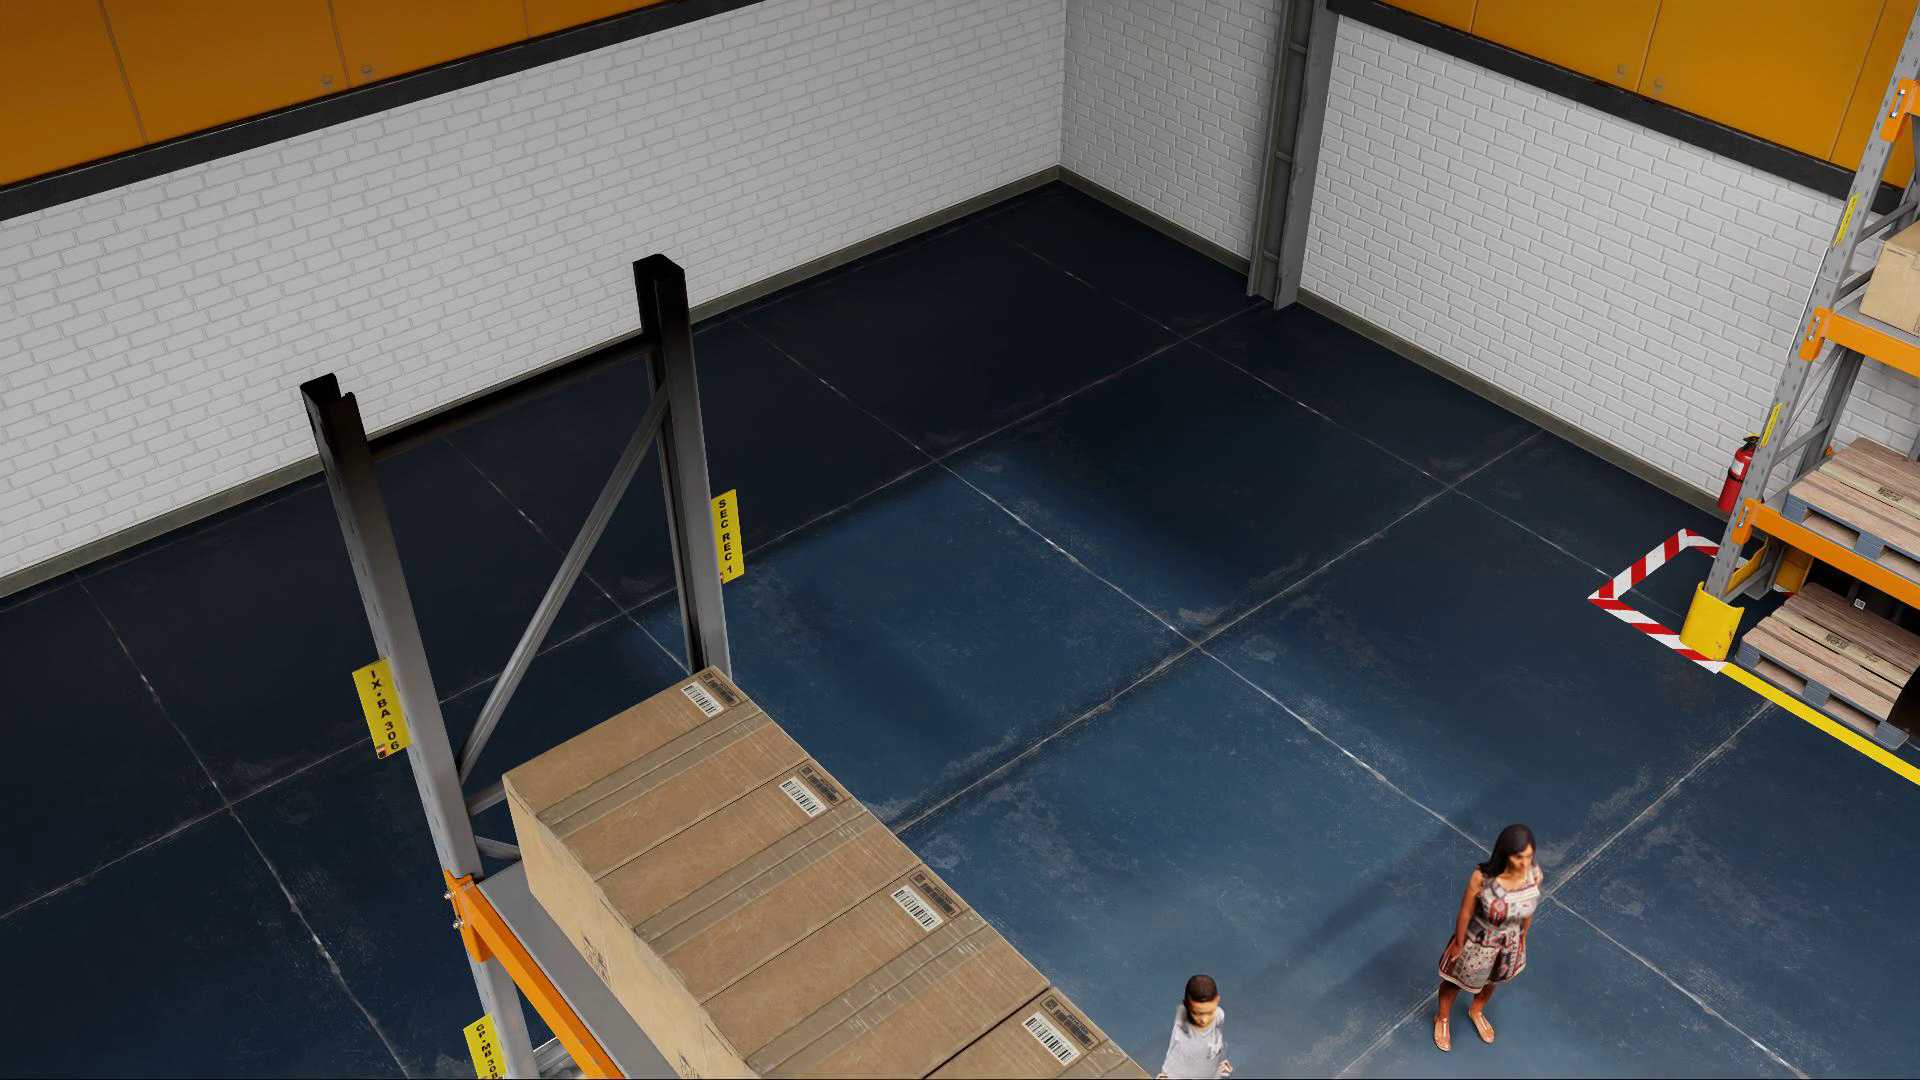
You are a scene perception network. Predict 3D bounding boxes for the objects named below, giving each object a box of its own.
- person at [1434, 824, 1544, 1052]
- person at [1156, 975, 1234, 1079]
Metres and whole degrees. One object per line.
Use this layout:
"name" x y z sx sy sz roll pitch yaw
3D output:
"person" 2.889 2.152 9.071 0.725 1.644 0.717 -6 39 -7
"person" 1.189 2.696 8.541 0.648 1.456 0.631 -9 40 -12
